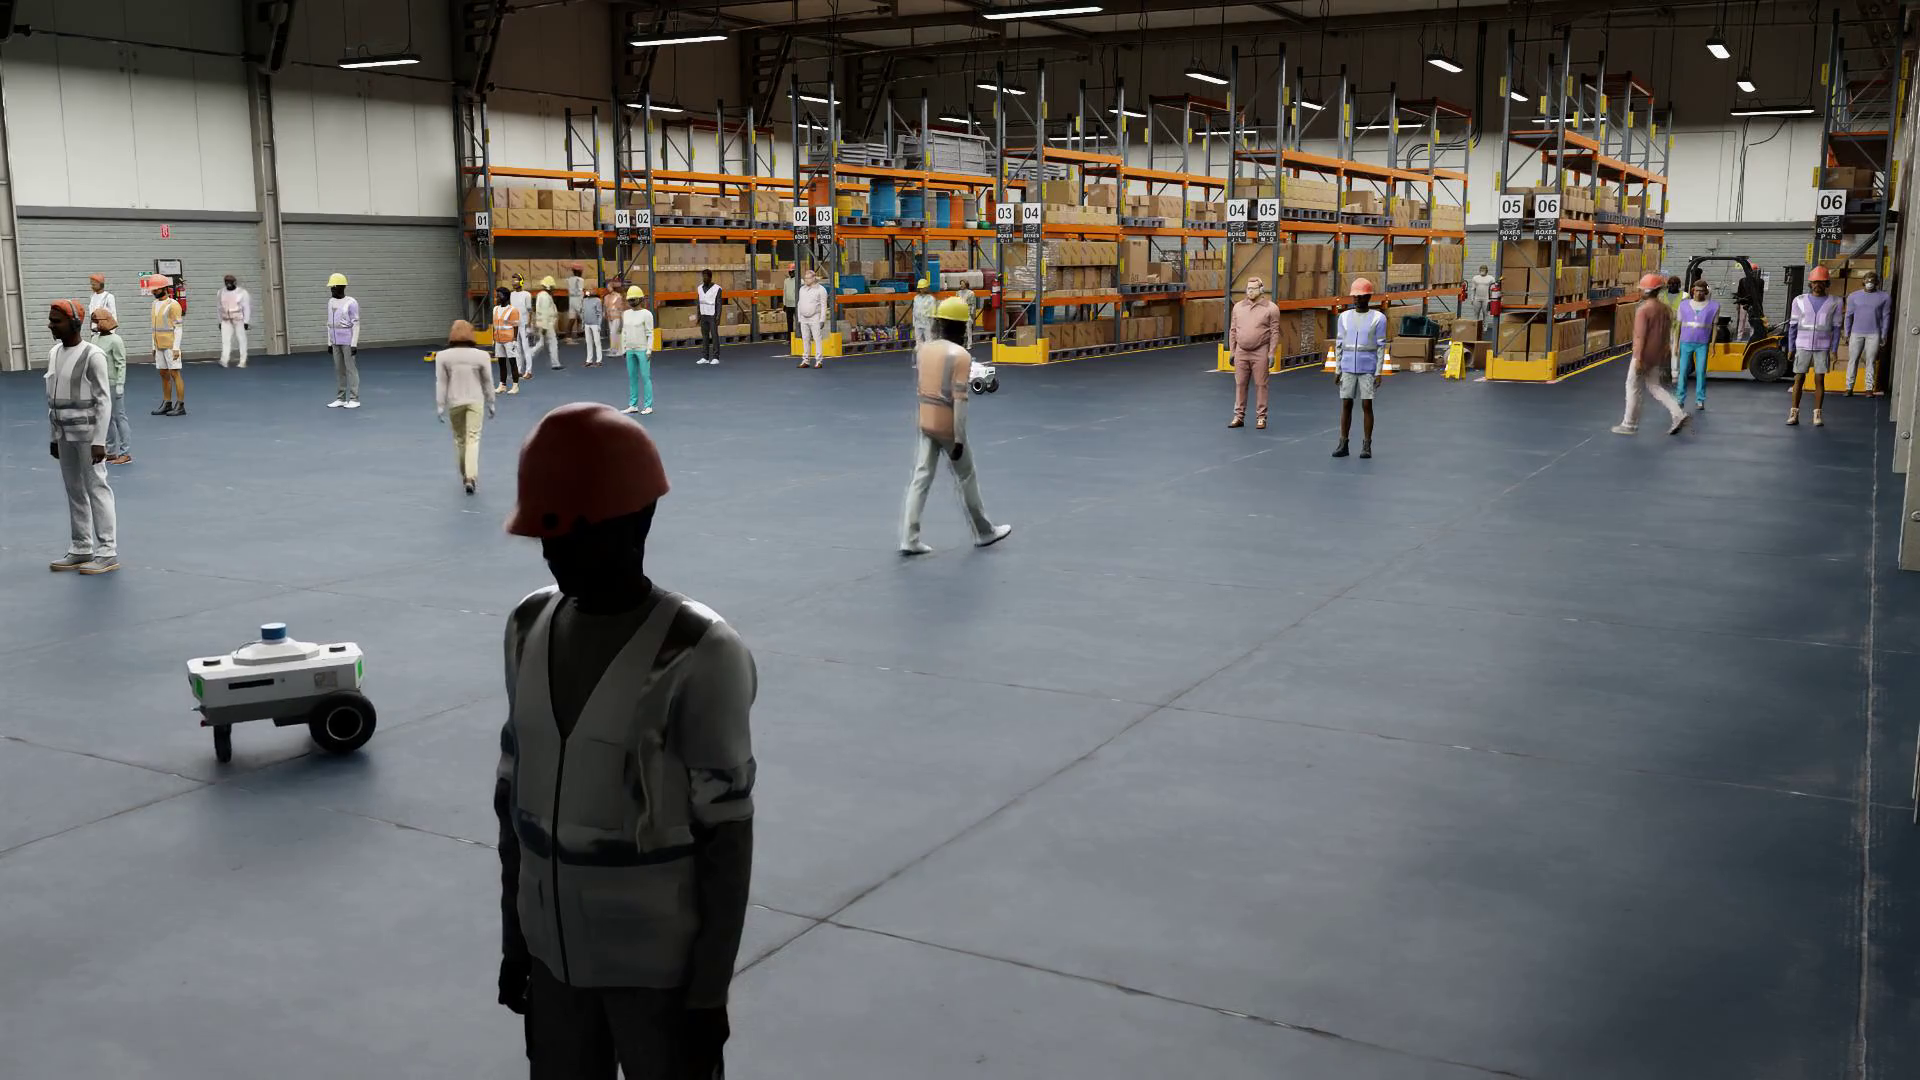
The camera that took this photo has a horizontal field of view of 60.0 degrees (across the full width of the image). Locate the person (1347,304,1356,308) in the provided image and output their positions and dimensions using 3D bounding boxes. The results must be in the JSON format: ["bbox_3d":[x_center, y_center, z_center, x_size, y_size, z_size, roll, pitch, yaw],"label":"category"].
[{"bbox_3d":[10.535,-6.234,44.344,0.533,1.697,0.318,5,11,28],"label":"person"}]

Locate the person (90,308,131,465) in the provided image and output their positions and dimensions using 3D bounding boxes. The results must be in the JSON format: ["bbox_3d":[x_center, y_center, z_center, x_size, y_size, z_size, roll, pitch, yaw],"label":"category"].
[{"bbox_3d":[-8.935,-1.607,17.438,0.497,1.633,0.285,5,11,28],"label":"person"}]

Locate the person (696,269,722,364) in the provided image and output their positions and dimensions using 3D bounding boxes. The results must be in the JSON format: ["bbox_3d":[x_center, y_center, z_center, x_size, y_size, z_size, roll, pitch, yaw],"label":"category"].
[{"bbox_3d":[-5.072,-4.519,33.663,0.592,1.916,0.392,5,11,28],"label":"person"}]

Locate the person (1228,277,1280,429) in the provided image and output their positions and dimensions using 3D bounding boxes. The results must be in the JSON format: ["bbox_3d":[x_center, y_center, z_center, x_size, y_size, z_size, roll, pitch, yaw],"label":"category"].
[{"bbox_3d":[3.693,-2.356,21.023,0.641,1.909,0.409,5,11,28],"label":"person"}]

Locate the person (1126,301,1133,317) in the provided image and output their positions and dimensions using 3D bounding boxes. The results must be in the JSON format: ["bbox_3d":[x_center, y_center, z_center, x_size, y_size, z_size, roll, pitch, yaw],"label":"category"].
[{"bbox_3d":[5.257,-7.835,52.711,0.737,2.000,0.998,7,12,35],"label":"person"}]

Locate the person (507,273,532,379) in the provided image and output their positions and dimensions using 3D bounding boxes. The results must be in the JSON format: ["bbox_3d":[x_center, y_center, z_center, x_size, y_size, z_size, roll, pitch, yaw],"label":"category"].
[{"bbox_3d":[-7.810,-3.782,29.481,0.508,1.872,0.329,5,11,28],"label":"person"}]

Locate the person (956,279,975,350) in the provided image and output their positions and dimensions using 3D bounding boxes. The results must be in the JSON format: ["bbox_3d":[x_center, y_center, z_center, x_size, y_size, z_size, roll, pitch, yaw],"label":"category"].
[{"bbox_3d":[0.106,-5.263,38.824,0.511,1.641,0.308,5,11,28],"label":"person"}]

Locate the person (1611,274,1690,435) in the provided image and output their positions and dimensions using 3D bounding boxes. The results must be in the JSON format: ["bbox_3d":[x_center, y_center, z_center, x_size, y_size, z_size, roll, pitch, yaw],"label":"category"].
[{"bbox_3d":[8.407,-2.234,20.141,0.626,1.970,0.858,-7,12,-36],"label":"person"}]

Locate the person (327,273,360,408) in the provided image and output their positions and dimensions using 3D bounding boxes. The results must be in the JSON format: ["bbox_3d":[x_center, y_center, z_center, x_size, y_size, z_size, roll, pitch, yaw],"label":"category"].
[{"bbox_3d":[-8.866,-2.853,23.875,0.586,1.928,0.365,5,11,28],"label":"person"}]

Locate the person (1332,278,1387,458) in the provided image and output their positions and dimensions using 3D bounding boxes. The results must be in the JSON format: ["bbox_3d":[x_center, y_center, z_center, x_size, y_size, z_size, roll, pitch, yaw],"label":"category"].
[{"bbox_3d":[4.306,-1.848,17.961,0.543,1.939,0.356,5,11,28],"label":"person"}]

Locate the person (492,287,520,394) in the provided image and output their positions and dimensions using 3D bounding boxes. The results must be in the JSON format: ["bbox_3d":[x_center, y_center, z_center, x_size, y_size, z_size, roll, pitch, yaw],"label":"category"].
[{"bbox_3d":[-7.173,-3.141,26.239,0.533,1.697,0.318,5,11,28],"label":"person"}]

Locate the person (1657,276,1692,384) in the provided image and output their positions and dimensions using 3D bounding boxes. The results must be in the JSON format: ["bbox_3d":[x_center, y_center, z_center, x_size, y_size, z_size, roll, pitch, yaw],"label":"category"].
[{"bbox_3d":[12.166,-3.596,28.484,0.625,1.841,0.429,5,11,28],"label":"person"}]

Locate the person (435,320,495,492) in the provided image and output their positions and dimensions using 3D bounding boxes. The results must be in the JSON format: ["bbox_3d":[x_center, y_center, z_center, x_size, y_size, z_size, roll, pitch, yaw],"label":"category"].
[{"bbox_3d":[-4.594,-1.242,15.448,0.508,1.601,0.866,-2,10,-9],"label":"person"}]

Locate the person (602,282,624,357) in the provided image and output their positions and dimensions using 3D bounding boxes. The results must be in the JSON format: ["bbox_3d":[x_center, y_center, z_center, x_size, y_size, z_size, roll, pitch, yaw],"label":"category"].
[{"bbox_3d":[-7.507,-4.714,35.656,0.547,1.610,0.699,8,12,38],"label":"person"}]

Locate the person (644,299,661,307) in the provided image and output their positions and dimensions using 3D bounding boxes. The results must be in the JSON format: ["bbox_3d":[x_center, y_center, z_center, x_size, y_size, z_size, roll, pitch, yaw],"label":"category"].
[{"bbox_3d":[-8.077,-6.148,43.650,0.522,1.765,0.317,5,11,28],"label":"person"}]

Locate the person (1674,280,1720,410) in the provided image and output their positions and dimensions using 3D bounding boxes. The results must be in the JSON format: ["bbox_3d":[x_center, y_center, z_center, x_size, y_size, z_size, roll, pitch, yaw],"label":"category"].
[{"bbox_3d":[10.475,-2.776,23.679,0.565,1.840,0.390,5,11,28],"label":"person"}]

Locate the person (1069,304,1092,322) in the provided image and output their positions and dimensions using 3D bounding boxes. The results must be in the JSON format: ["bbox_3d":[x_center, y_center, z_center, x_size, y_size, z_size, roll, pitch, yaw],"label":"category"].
[{"bbox_3d":[3.753,-7.428,51.075,0.885,1.818,0.534,0,10,1],"label":"person"}]

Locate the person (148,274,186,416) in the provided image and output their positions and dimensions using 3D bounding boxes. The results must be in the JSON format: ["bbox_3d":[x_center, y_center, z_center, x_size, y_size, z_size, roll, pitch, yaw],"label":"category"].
[{"bbox_3d":[-10.847,-2.654,22.694,0.543,1.933,0.363,5,11,28],"label":"person"}]

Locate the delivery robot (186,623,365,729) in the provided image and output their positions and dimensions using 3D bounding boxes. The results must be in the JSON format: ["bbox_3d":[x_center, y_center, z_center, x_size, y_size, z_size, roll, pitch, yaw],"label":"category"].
[{"bbox_3d":[-3.011,0.612,7.328,0.707,0.478,0.477,-5,11,-29],"label":"delivery robot"}]

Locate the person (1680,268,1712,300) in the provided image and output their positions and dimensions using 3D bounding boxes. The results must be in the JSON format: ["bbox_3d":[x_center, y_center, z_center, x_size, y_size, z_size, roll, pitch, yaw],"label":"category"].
[{"bbox_3d":[14.235,-4.310,32.303,0.603,1.963,0.368,5,11,28],"label":"person"}]

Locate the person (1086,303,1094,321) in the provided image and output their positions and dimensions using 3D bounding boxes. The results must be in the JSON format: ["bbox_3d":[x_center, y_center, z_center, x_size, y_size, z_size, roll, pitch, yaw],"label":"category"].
[{"bbox_3d":[4.177,-7.774,52.651,0.630,1.940,0.373,5,11,28],"label":"person"}]

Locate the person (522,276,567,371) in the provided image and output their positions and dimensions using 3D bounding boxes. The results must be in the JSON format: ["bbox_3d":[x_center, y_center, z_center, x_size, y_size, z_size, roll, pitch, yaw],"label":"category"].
[{"bbox_3d":[-7.911,-4.084,31.473,0.782,1.803,0.610,-5,11,-26],"label":"person"}]

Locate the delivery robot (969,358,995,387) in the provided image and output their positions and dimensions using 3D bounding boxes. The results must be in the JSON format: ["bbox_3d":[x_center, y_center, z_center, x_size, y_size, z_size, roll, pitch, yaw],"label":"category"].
[{"bbox_3d":[0.188,-2.654,26.447,0.707,0.478,0.477,5,11,28],"label":"delivery robot"}]

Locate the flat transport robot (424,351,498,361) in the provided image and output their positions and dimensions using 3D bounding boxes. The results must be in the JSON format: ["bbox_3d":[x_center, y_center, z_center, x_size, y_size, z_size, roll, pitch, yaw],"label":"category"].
[{"bbox_3d":[-10.227,-3.769,34.079,1.431,0.197,0.652,5,11,28],"label":"flat transport robot"}]

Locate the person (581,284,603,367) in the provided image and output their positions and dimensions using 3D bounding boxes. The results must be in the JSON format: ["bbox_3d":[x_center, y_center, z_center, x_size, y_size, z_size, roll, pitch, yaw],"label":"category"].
[{"bbox_3d":[-7.243,-4.215,32.709,0.497,1.633,0.285,5,11,28],"label":"person"}]

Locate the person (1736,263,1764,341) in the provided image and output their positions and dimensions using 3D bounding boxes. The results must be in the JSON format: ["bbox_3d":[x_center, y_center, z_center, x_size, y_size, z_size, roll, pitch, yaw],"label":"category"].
[{"bbox_3d":[19.770,-5.920,41.648,0.609,1.991,0.384,5,11,28],"label":"person"}]

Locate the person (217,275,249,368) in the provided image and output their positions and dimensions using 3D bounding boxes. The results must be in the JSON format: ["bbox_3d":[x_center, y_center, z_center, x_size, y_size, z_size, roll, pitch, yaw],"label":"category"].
[{"bbox_3d":[-14.106,-4.214,32.201,0.659,1.798,0.919,0,10,-2],"label":"person"}]

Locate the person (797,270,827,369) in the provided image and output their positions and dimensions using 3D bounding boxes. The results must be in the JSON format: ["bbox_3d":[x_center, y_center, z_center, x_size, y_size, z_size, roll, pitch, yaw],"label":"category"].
[{"bbox_3d":[-2.895,-4.279,32.285,0.641,1.908,0.409,5,11,28],"label":"person"}]

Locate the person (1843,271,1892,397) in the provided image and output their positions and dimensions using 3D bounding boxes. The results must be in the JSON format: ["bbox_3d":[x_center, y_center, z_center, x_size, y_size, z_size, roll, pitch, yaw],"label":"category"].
[{"bbox_3d":[13.992,-3.168,25.688,0.630,1.940,0.373,5,11,28],"label":"person"}]

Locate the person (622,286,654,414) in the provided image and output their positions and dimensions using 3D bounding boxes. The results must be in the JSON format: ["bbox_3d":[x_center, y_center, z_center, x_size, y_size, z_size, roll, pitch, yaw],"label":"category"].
[{"bbox_3d":[-4.461,-2.614,22.961,0.522,1.765,0.317,5,11,28],"label":"person"}]

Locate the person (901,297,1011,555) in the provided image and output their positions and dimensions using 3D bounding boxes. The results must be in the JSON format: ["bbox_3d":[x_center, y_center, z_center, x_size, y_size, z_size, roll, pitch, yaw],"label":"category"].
[{"bbox_3d":[-0.076,-0.839,12.229,0.985,1.873,0.611,-9,13,-42],"label":"person"}]

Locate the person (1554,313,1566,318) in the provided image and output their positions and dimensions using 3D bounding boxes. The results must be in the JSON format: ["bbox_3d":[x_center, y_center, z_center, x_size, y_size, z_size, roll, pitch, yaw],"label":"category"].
[{"bbox_3d":[15.885,-6.236,43.911,0.560,1.856,0.340,5,11,29],"label":"person"}]

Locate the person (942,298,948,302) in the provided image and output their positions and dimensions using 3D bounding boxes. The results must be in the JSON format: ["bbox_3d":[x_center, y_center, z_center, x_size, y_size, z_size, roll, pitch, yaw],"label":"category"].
[{"bbox_3d":[-0.448,-8.478,57.099,0.587,1.828,0.404,5,11,28],"label":"person"}]

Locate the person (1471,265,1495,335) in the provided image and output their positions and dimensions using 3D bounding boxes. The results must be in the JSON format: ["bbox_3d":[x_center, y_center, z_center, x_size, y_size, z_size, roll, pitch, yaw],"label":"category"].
[{"bbox_3d":[14.483,-6.658,46.125,0.630,1.938,0.373,5,11,28],"label":"person"}]

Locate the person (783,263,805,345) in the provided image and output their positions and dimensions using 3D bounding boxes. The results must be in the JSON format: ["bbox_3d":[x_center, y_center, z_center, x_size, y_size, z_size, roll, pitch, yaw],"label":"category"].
[{"bbox_3d":[-4.072,-5.748,40.626,0.609,1.995,0.376,5,11,28],"label":"person"}]

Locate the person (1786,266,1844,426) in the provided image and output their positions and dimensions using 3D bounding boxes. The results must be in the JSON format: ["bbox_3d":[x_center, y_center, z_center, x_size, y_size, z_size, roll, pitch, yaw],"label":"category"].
[{"bbox_3d":[10.957,-2.479,21.346,0.607,2.044,0.372,5,11,28],"label":"person"}]

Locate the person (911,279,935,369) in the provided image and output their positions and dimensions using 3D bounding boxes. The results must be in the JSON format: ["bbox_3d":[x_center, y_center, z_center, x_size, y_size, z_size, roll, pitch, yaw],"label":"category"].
[{"bbox_3d":[-0.709,-4.143,31.979,0.485,1.740,0.303,5,11,28],"label":"person"}]

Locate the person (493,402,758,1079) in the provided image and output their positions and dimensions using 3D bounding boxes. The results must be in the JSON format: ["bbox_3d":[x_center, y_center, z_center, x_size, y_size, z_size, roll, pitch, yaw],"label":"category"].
[{"bbox_3d":[-0.619,0.718,2.953,0.543,1.933,0.363,5,11,28],"label":"person"}]

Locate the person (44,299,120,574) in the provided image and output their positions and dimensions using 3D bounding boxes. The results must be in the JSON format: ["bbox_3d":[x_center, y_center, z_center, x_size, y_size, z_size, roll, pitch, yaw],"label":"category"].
[{"bbox_3d":[-6.066,-0.707,11.441,0.574,1.882,0.356,5,11,28],"label":"person"}]

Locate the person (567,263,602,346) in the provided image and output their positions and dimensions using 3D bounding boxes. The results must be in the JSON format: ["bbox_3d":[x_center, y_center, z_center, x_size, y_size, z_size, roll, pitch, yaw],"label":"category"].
[{"bbox_3d":[-9.205,-5.714,40.408,0.639,1.995,1.003,8,12,38],"label":"person"}]

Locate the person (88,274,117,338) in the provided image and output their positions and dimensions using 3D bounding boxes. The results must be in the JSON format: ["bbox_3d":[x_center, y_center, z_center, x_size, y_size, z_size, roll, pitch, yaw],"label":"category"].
[{"bbox_3d":[-14.025,-3.401,27.205,0.574,1.886,0.356,5,11,28],"label":"person"}]
